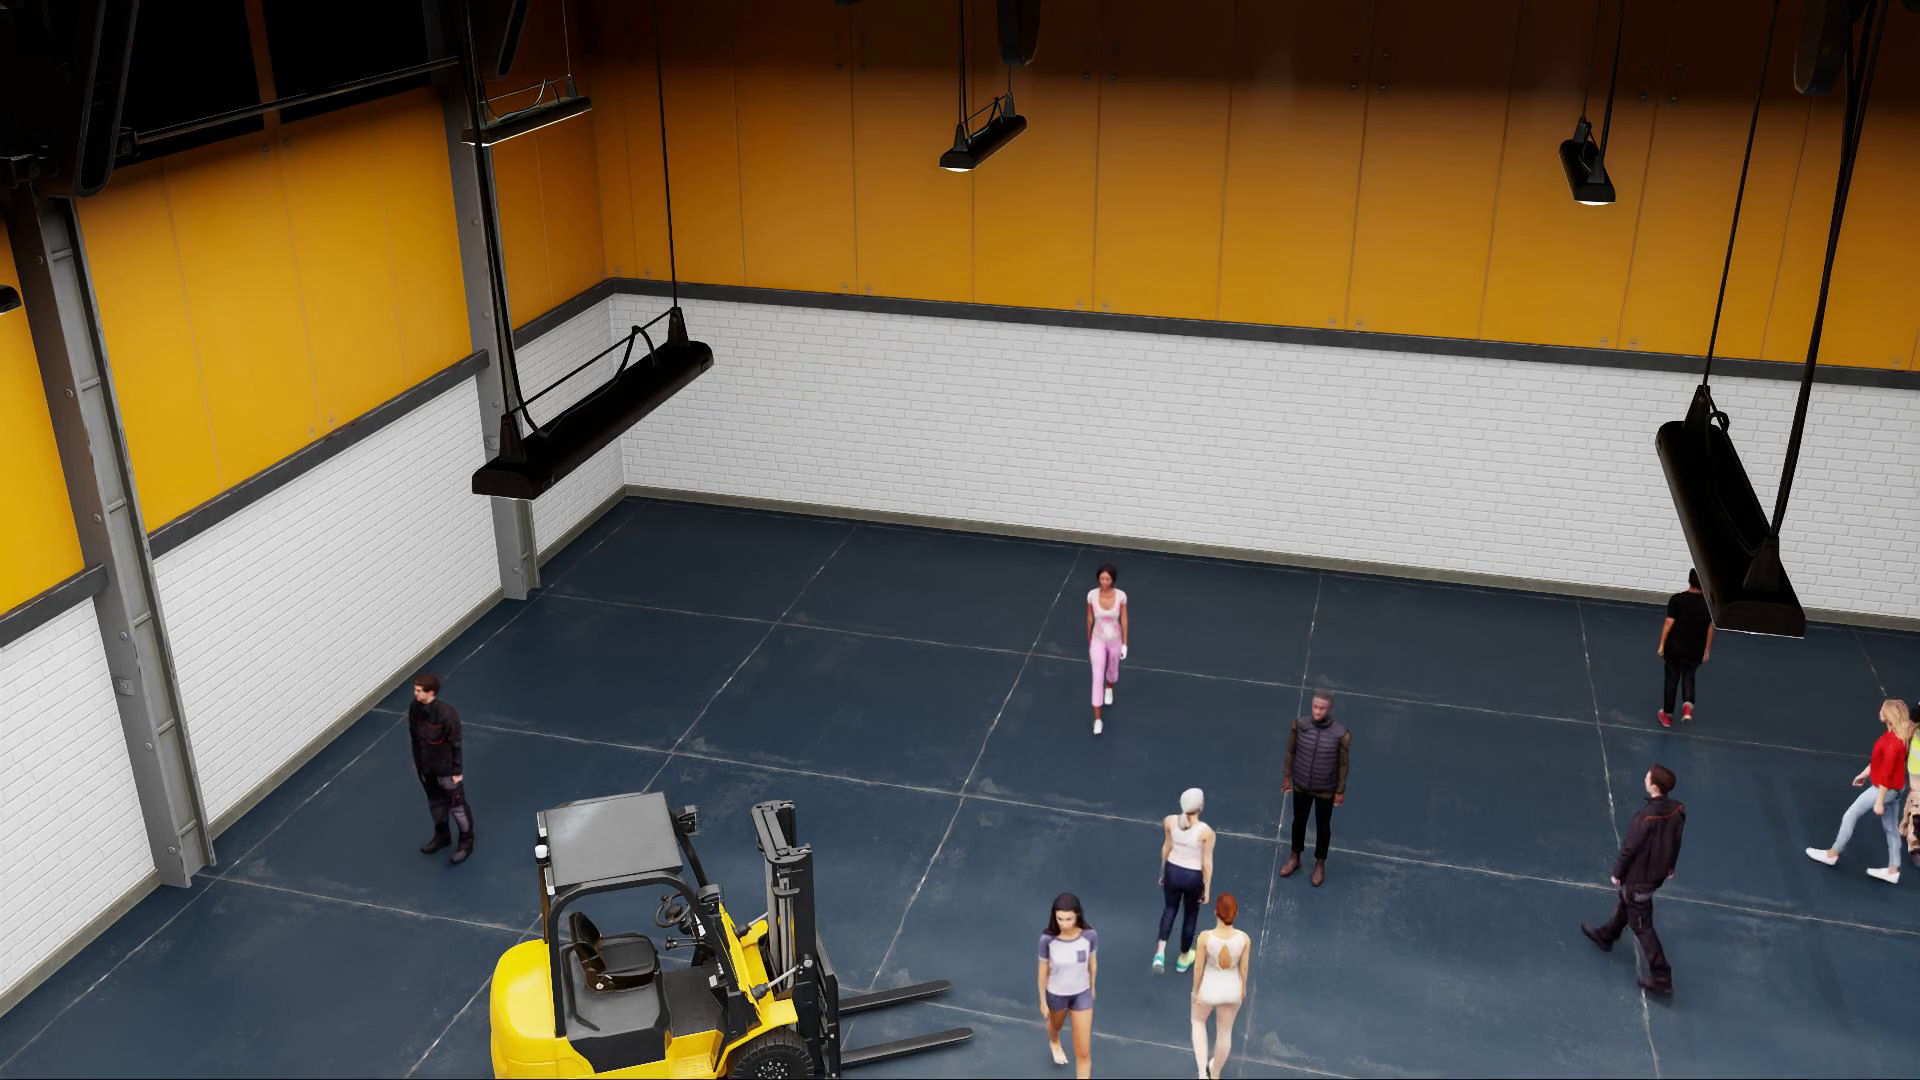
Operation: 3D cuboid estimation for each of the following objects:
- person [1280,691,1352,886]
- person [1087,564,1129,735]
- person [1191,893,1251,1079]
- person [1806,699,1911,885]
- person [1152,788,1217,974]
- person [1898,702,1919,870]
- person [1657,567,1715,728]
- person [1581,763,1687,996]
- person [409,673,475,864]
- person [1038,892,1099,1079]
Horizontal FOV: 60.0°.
[{"bbox_3d":[3.063,2.109,14.320,0.753,1.836,0.651,12,27,26],"label":"person"},{"bbox_3d":[1.512,1.031,16.964,0.738,1.694,1.205,2,24,4],"label":"person"},{"bbox_3d":[1.867,3.278,11.901,0.636,1.633,0.724,0,24,1],"label":"person"},{"bbox_3d":[8.051,2.204,14.327,0.928,1.657,1.009,18,29,35],"label":"person"},{"bbox_3d":[1.729,2.731,13.080,0.727,1.689,0.907,13,27,27],"label":"person"},{"bbox_3d":[8.561,1.942,14.738,0.936,1.807,1.094,-4,24,-10],"label":"person"},{"bbox_3d":[7.298,1.120,16.694,0.668,1.747,0.724,3,24,7],"label":"person"},{"bbox_3d":[5.412,2.665,13.008,1.228,1.869,1.292,-13,27,-27],"label":"person"},{"bbox_3d":[-4.568,1.971,14.632,0.768,1.839,0.656,12,27,26],"label":"person"},{"bbox_3d":[0.746,3.231,11.955,0.905,1.674,1.233,-4,24,-8],"label":"person"}]
